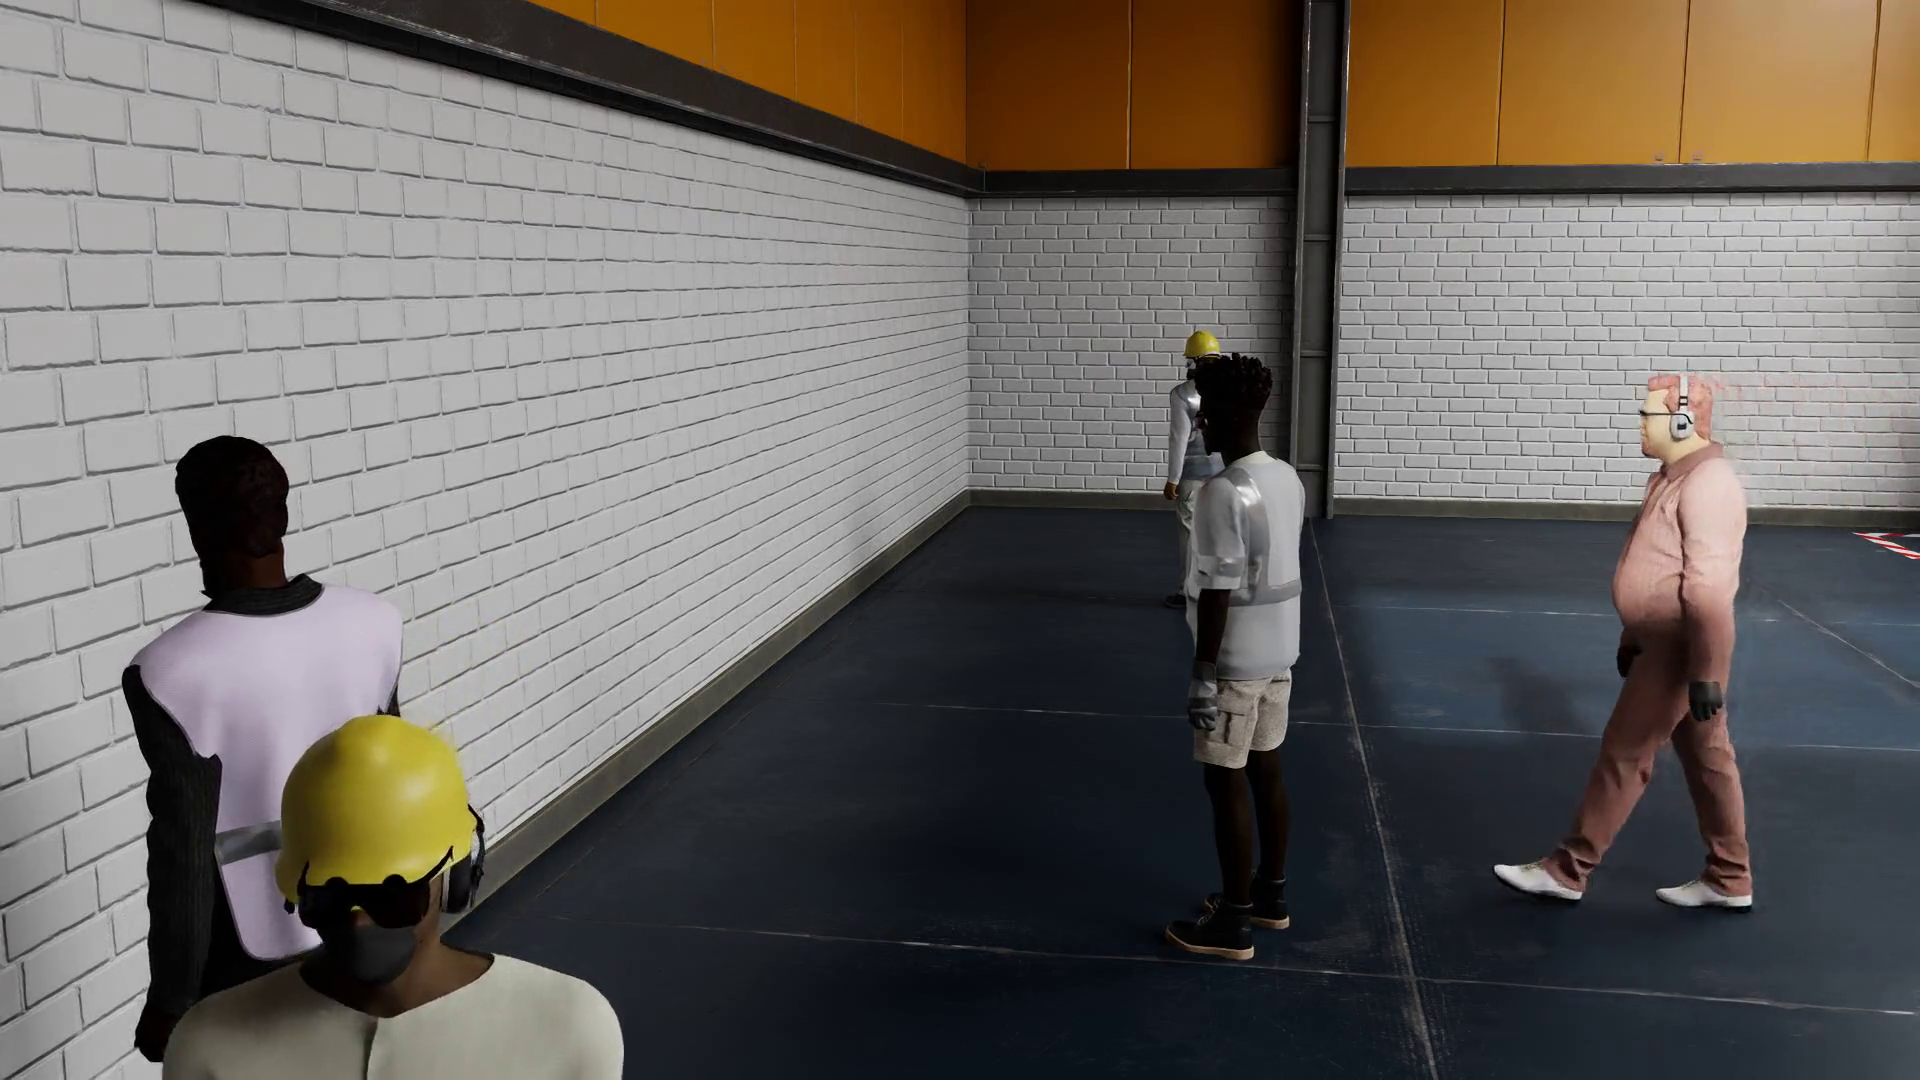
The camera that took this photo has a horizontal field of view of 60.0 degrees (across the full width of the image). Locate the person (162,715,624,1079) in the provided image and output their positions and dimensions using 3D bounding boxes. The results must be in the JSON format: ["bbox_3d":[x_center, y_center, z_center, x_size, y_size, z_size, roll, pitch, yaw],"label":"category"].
[{"bbox_3d":[-0.660,1.027,2.036,0.534,1.736,0.776,-1,9,-5],"label":"person"}]

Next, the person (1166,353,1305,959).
[{"bbox_3d":[0.912,0.372,5.441,0.375,1.958,0.606,6,11,33],"label":"person"}]

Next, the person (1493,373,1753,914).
[{"bbox_3d":[2.342,0.364,5.756,0.942,1.861,0.668,3,10,19],"label":"person"}]

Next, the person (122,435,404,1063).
[{"bbox_3d":[-1.296,0.754,3.205,0.390,1.914,0.587,5,10,26],"label":"person"}]

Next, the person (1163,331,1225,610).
[{"bbox_3d":[1.576,-0.455,10.947,0.601,1.831,0.404,-6,11,-34],"label":"person"}]
